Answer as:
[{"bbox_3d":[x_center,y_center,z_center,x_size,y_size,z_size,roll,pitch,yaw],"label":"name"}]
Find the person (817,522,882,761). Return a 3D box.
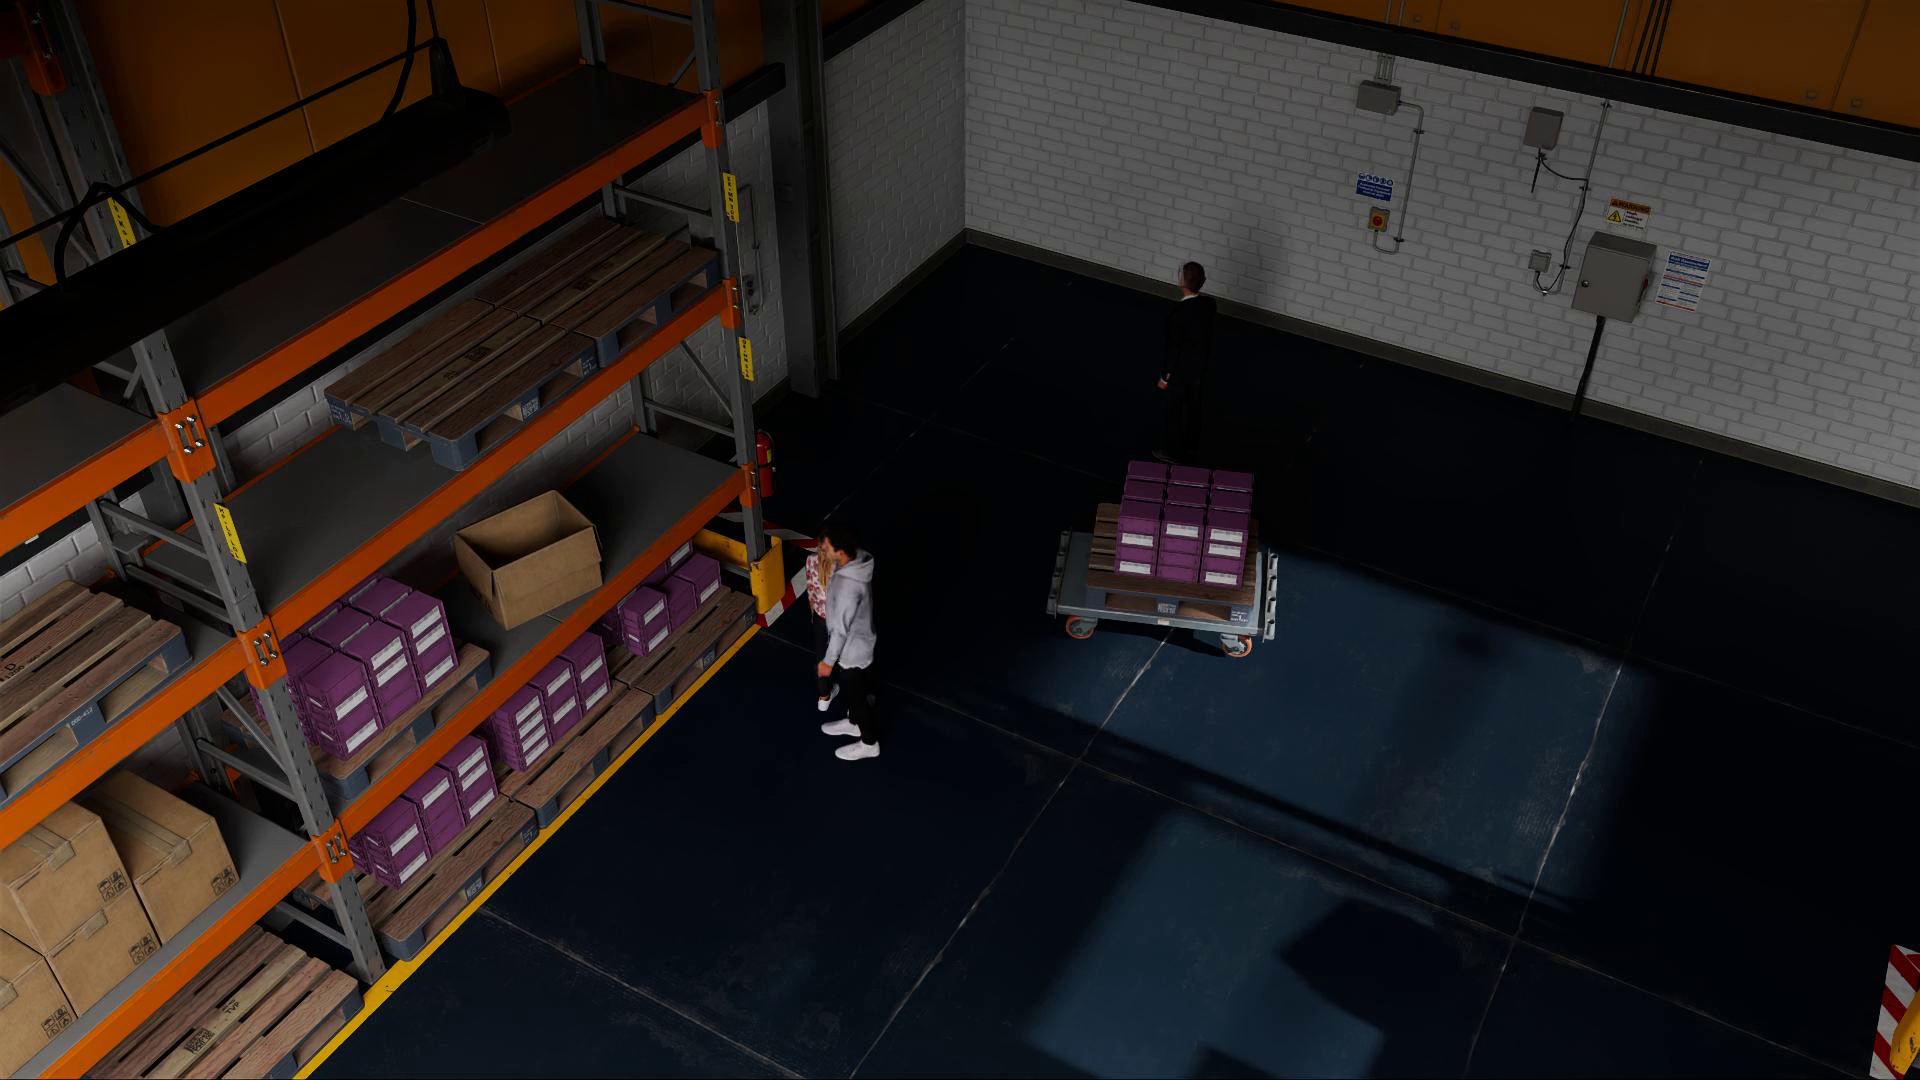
[{"bbox_3d":[-0.668,0.678,10.872,0.878,1.921,0.788,-2,39,-3],"label":"person"}]

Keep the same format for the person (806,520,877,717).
[{"bbox_3d":[-0.841,0.537,11.281,0.575,1.632,0.504,18,42,21],"label":"person"}]

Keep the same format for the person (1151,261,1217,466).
[{"bbox_3d":[1.841,-1.447,13.619,0.659,1.814,0.831,-28,46,-30],"label":"person"}]
